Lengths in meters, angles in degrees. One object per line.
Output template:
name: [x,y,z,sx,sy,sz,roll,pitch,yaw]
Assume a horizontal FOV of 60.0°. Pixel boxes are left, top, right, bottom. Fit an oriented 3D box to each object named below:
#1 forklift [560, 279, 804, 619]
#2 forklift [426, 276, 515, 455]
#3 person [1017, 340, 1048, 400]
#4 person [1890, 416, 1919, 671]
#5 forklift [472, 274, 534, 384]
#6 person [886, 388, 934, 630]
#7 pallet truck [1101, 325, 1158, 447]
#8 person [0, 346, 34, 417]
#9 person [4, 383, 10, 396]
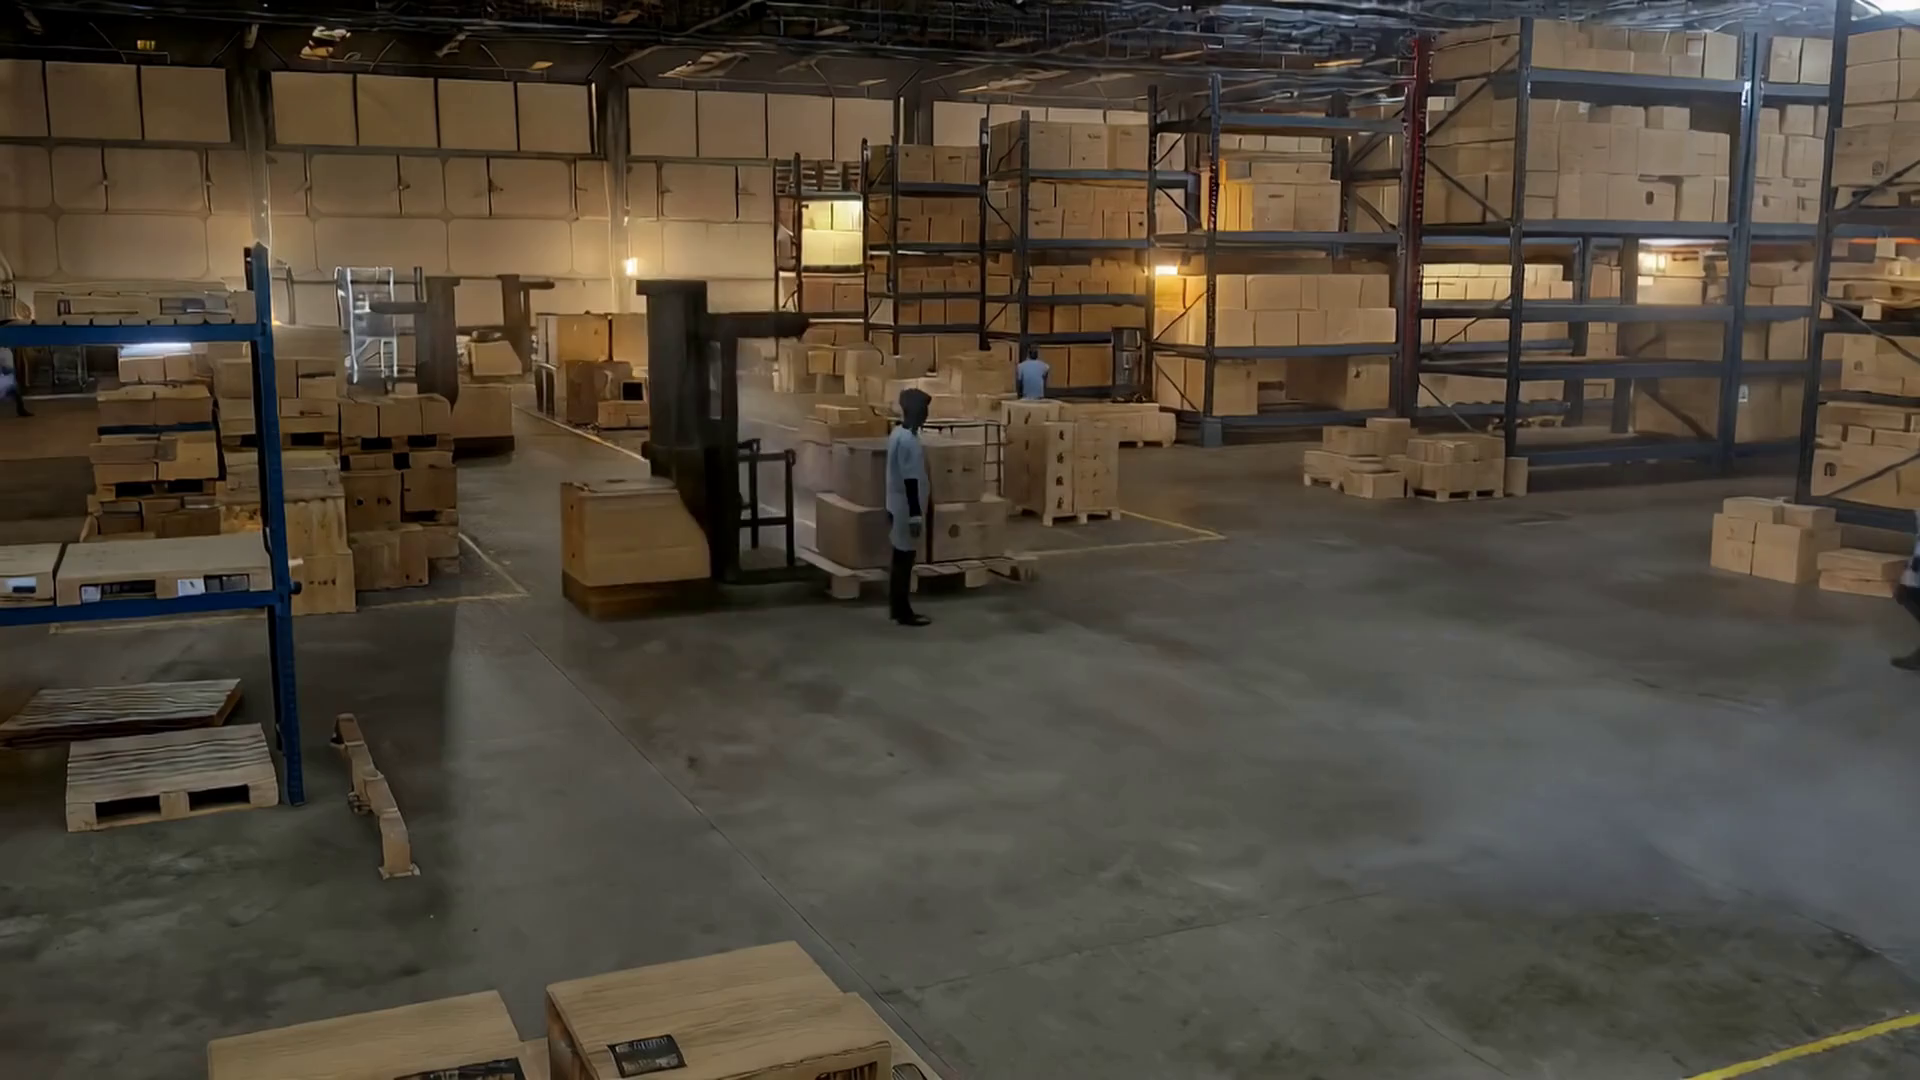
forklift: [-2.433,-0.836,14.276,1.873,2.768,1.129,-4,10,-25]
forklift: [-8.069,-2.737,26.069,1.873,2.768,1.129,-4,10,-25]
person: [1.115,-2.116,25.396,0.522,1.854,0.429,-1,9,-9]
person: [6.946,0.026,11.872,0.445,1.924,0.589,8,12,40]
forklift: [-11.439,-5.362,42.356,1.873,2.768,1.129,-4,10,-25]
person: [-0.414,-0.257,13.511,0.364,1.962,0.612,-2,9,-12]
pallet truck: [2.881,-2.596,27.923,0.823,1.965,1.885,-1,9,-7]
person: [-19.037,-3.369,33.036,0.913,1.907,0.550,-7,12,-39]
person: [-22.359,-4.278,38.549,0.630,1.938,0.372,-9,13,-44]
